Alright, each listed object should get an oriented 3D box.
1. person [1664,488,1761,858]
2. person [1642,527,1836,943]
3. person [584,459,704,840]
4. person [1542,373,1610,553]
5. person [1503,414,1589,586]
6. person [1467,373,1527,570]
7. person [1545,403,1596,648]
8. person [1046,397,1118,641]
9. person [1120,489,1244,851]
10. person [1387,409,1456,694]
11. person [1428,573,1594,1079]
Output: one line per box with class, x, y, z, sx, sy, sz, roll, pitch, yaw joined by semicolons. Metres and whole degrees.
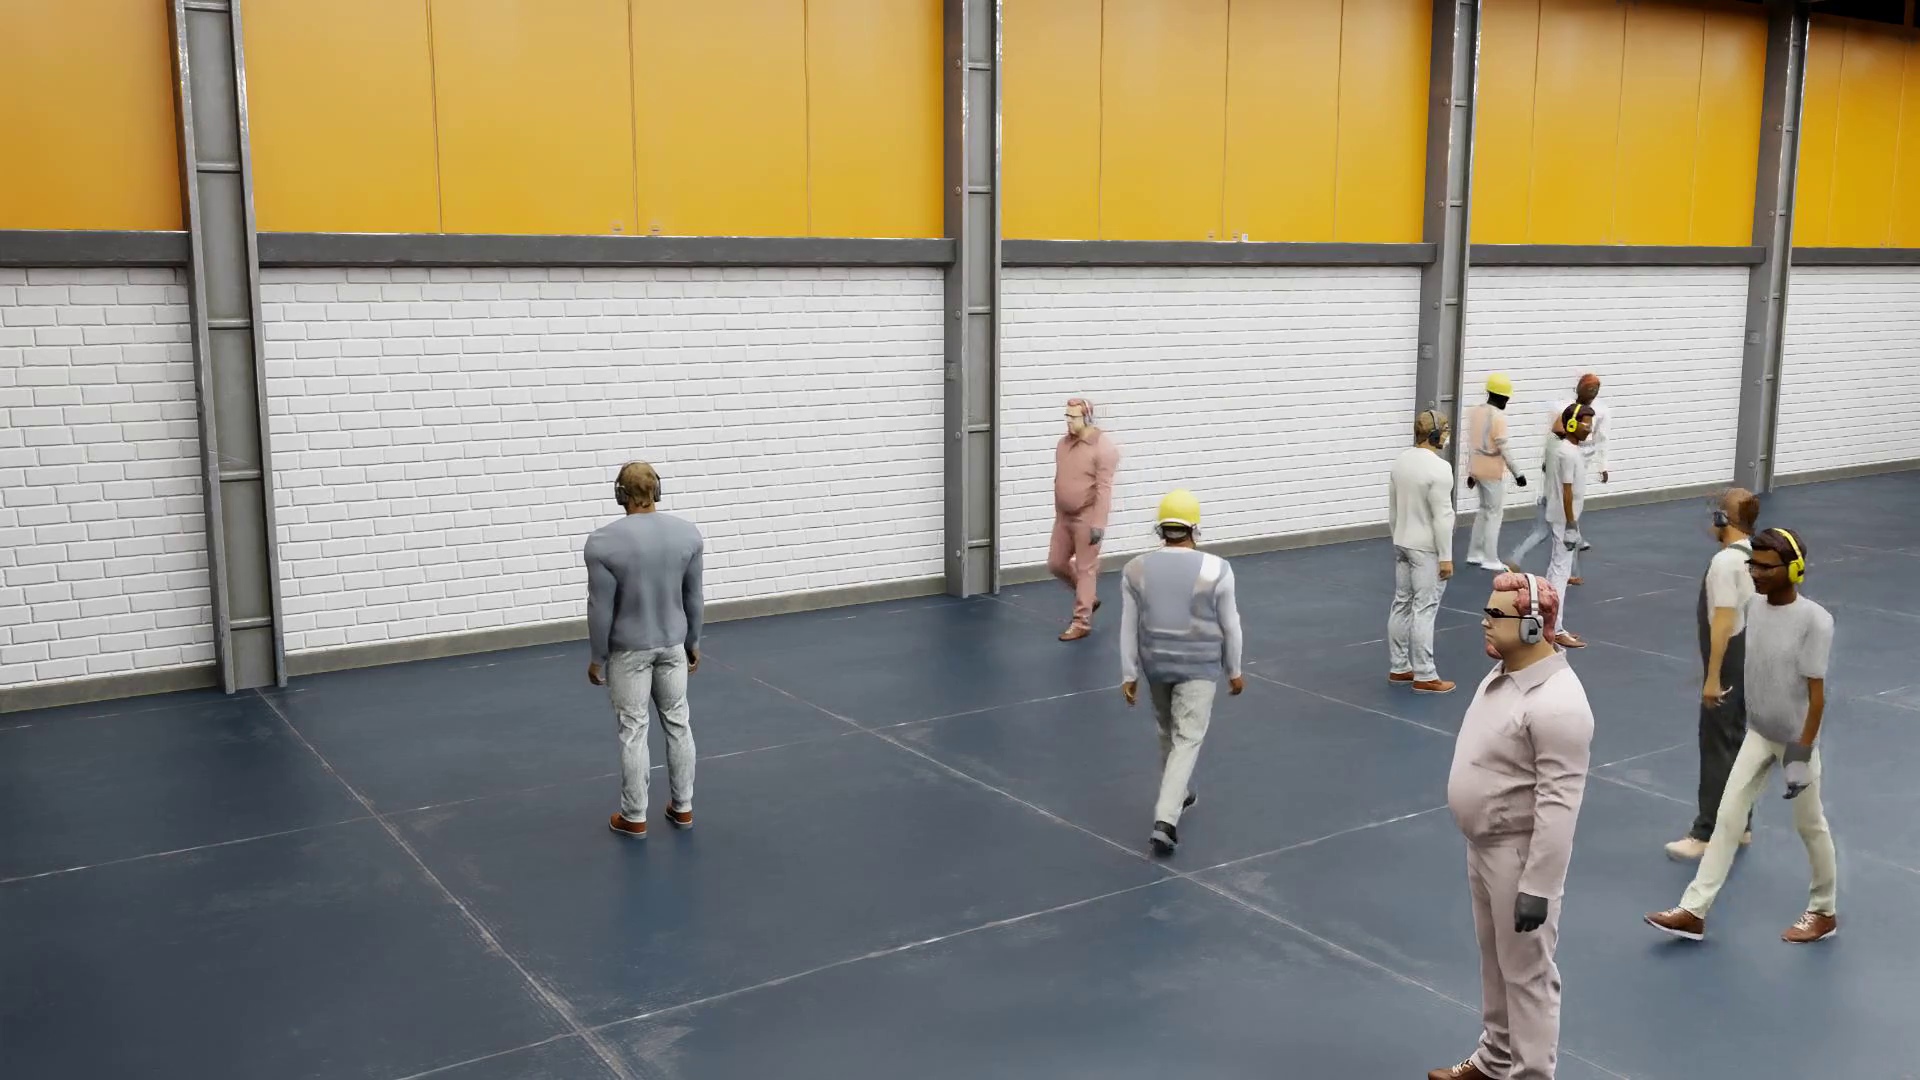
person;3.770;0.667;8.202;0.649;1.813;0.350;-9;13;-44
person;3.404;0.855;7.026;0.968;1.813;0.523;-3;10;-19
person;-1.602;0.555;8.474;0.628;1.939;0.373;-6;11;-32
person;6.279;-0.783;16.917;0.588;1.806;1.022;0;9;2
person;5.340;-0.369;15.035;0.755;1.607;0.491;-2;10;-14
person;5.093;-0.640;15.806;0.494;1.897;0.626;-1;9;-6
person;4.657;-0.117;12.745;0.327;1.865;0.518;2;10;12
person;0.937;-0.171;12.974;0.505;1.895;0.671;-8;12;-38
person;1.104;0.637;8.431;0.589;1.794;0.917;5;11;29
person;3.155;0.075;11.360;0.377;1.940;0.627;-3;10;-17
person;1.839;1.050;5.585;0.407;1.910;0.638;0;9;1
